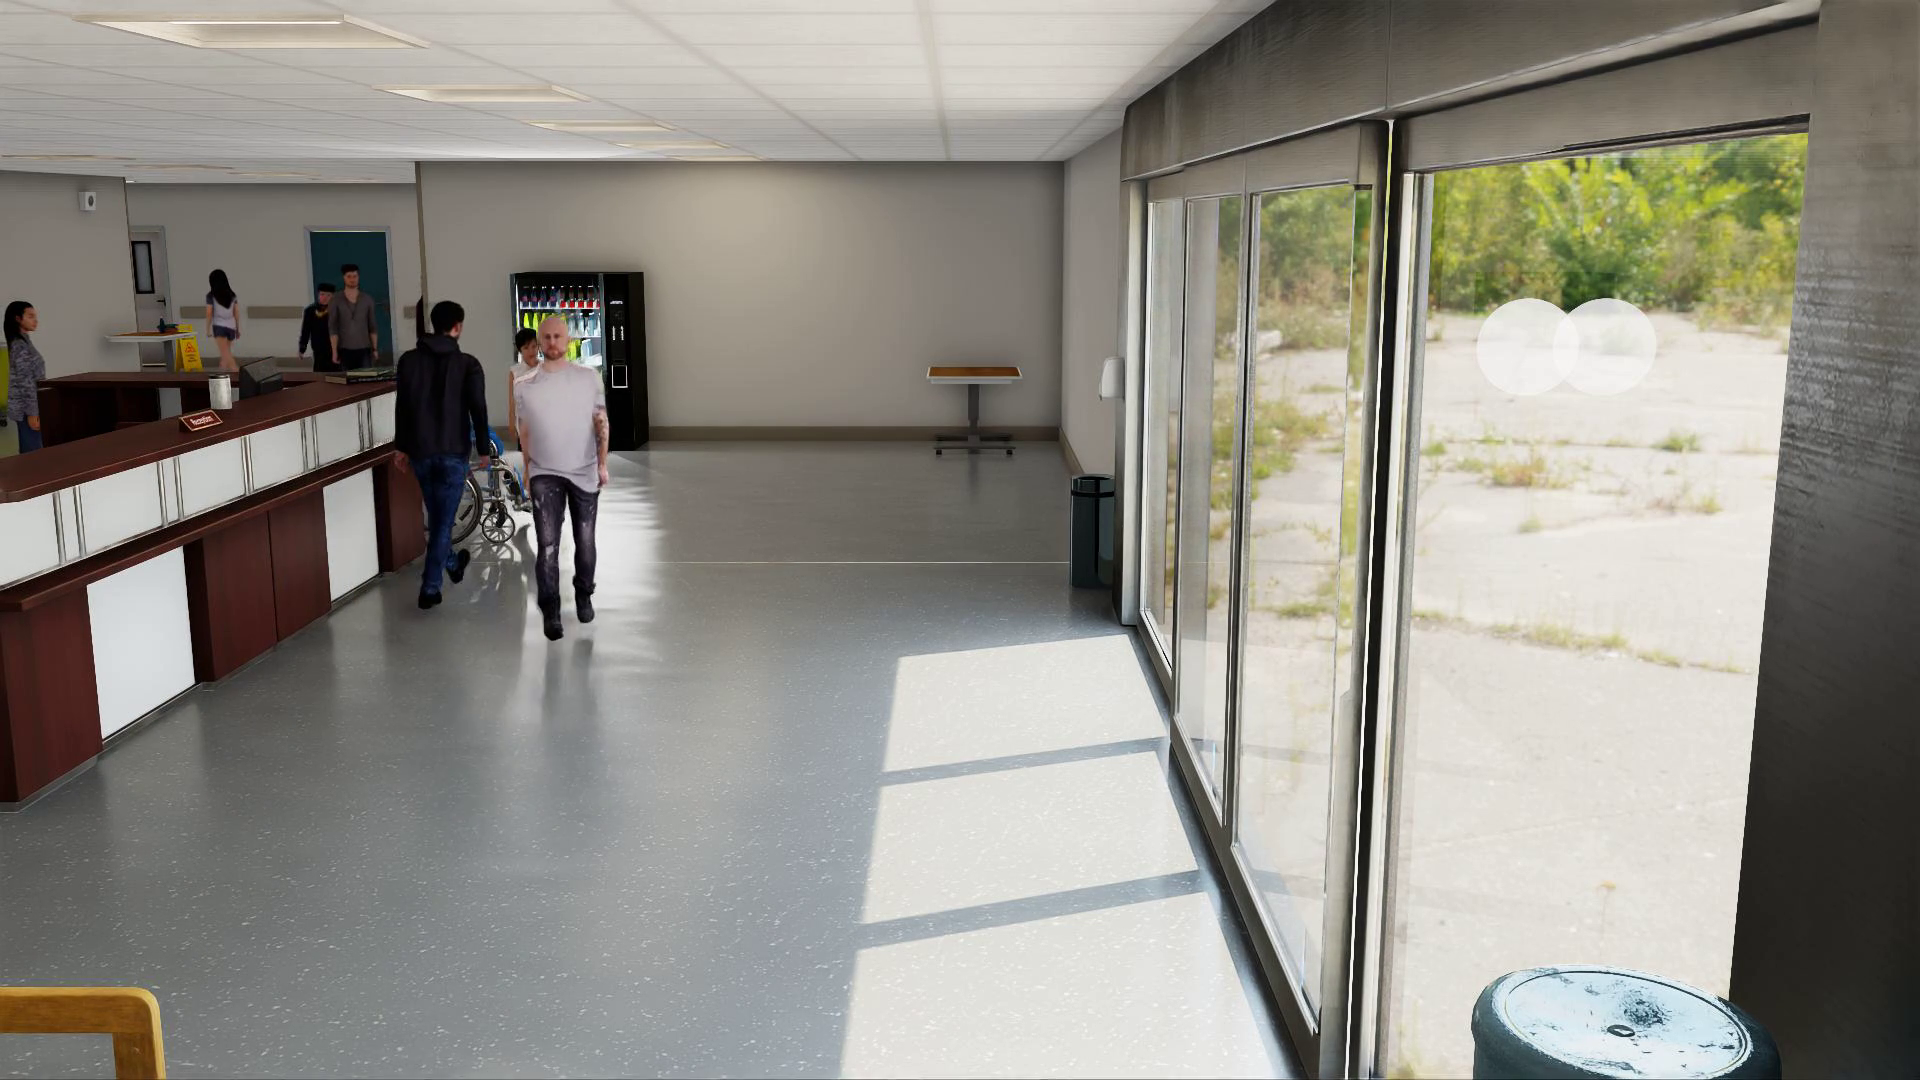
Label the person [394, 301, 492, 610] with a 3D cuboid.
[{"bbox_3d":[-3.182,-0.477,10.081,1.099,1.830,0.787,0,11,1],"label":"person"}]

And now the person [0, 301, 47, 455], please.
[{"bbox_3d":[-7.480,-1.045,13.337,0.695,1.731,0.689,-6,12,-30],"label":"person"}]

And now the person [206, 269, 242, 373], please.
[{"bbox_3d":[-10.487,-2.991,23.775,1.197,1.664,1.046,8,13,35],"label":"person"}]

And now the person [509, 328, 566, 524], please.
[{"bbox_3d":[-3.365,-0.882,13.063,1.032,1.513,0.994,10,15,44],"label":"person"}]

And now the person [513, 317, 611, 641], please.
[{"bbox_3d":[-2.242,-0.349,9.536,1.216,1.782,0.923,-2,11,-12],"label":"person"}]

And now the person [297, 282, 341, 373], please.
[{"bbox_3d":[-7.345,-2.163,19.420,0.684,1.661,0.843,2,11,13],"label":"person"}]

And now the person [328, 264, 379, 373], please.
[{"bbox_3d":[-6.793,-2.110,18.618,1.230,1.856,1.019,-4,11,-21],"label":"person"}]
